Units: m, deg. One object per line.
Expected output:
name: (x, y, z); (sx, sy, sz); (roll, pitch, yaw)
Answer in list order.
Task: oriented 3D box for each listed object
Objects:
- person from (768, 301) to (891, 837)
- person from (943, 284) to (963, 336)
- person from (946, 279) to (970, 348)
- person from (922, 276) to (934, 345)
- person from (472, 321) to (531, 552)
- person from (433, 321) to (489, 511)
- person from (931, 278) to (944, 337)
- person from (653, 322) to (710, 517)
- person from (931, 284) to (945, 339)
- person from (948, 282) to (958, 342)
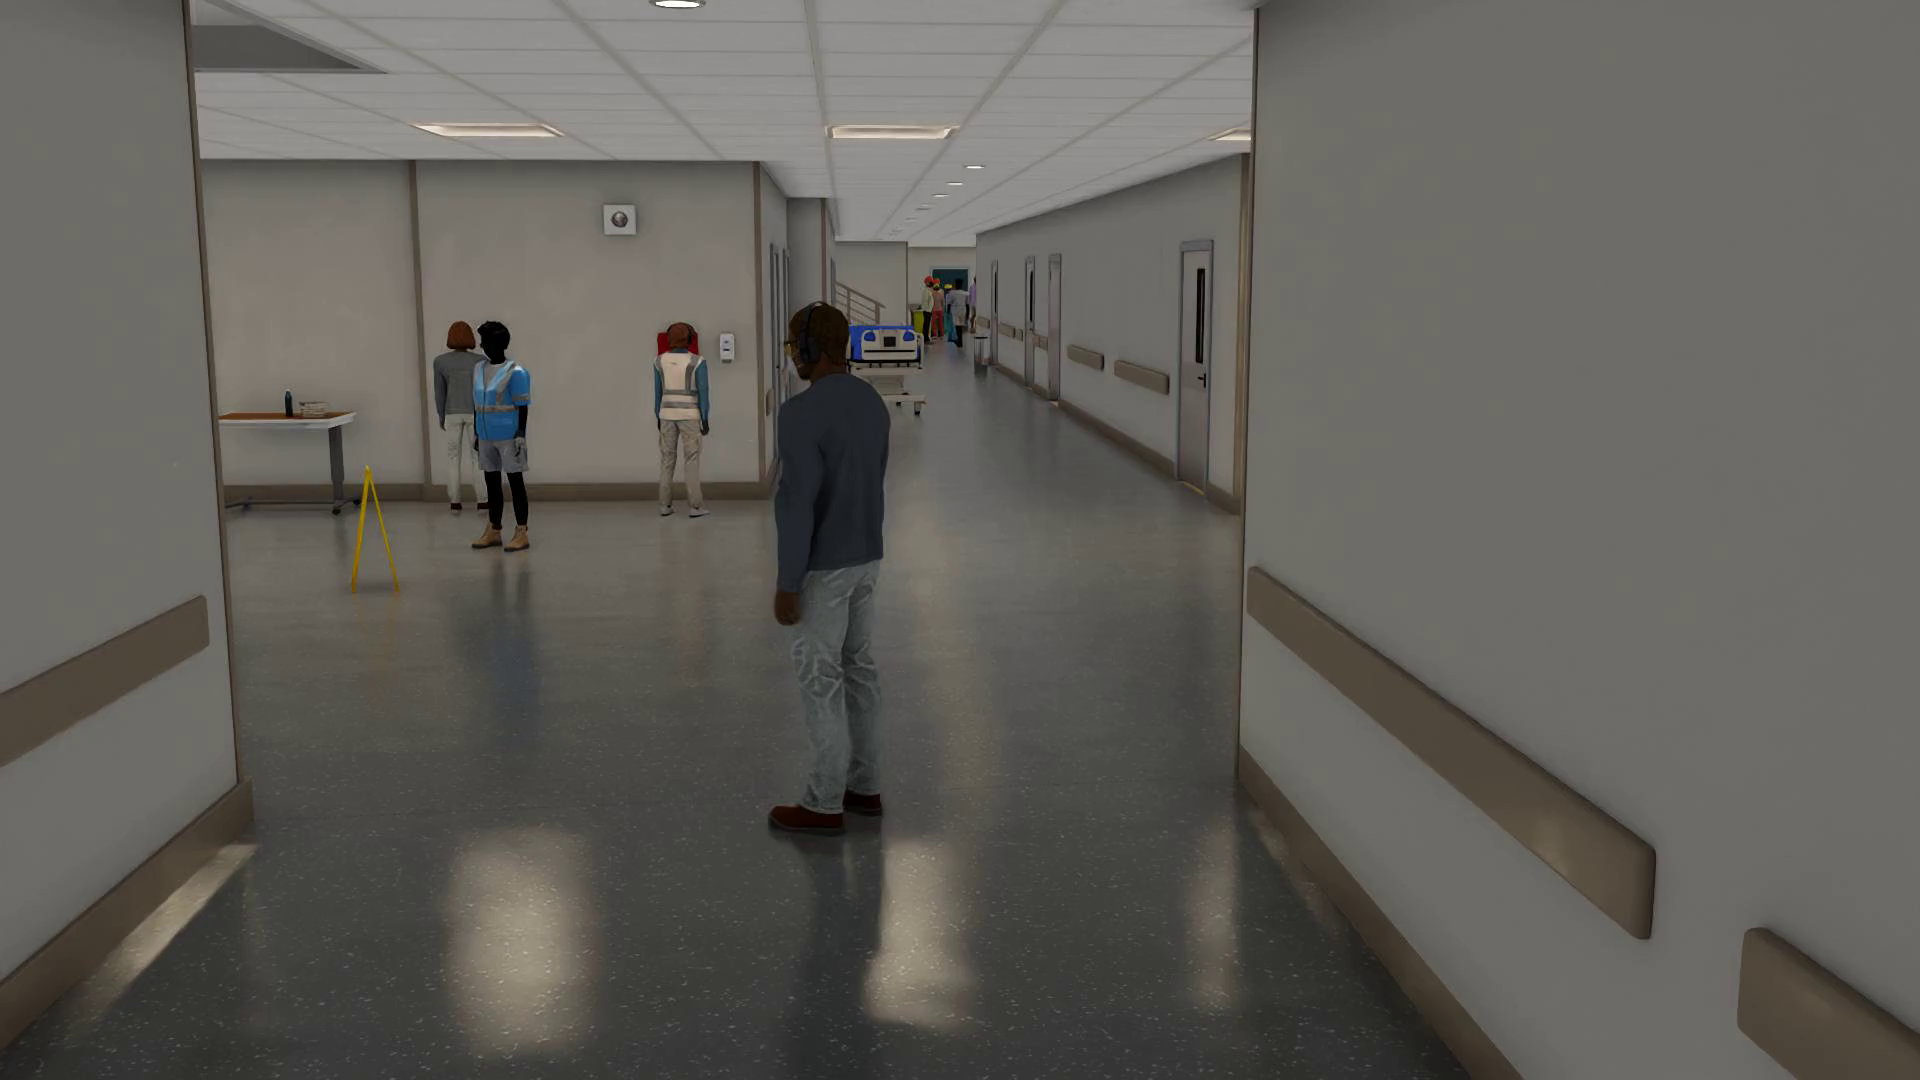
person: (-0.472, 0.105, 6.059); (0.380, 1.930, 0.634); (4, 10, 26)
person: (-0.300, -7.704, 55.695); (0.795, 1.739, 0.532); (3, 9, 16)
person: (-0.080, -6.311, 46.363); (0.614, 1.912, 0.999); (-4, 10, -23)
person: (-0.922, -6.676, 48.412); (0.394, 1.992, 0.619); (1, 9, 8)
person: (-3.381, -0.761, 12.225); (0.532, 1.693, 0.319); (5, 10, 28)
person: (-4.234, -1.054, 14.238); (0.500, 1.636, 0.282); (0, 9, 1)
person: (-0.768, -7.603, 54.466); (0.540, 1.930, 0.387); (-4, 10, -24)
person: (-2.338, -1.004, 13.954); (0.514, 1.630, 0.318); (3, 10, 20)
person: (-0.741, -7.238, 52.691); (0.533, 1.758, 0.332); (-4, 10, -23)
person: (-0.180, -6.927, 50.499); (0.376, 1.834, 0.565); (-6, 11, -35)
